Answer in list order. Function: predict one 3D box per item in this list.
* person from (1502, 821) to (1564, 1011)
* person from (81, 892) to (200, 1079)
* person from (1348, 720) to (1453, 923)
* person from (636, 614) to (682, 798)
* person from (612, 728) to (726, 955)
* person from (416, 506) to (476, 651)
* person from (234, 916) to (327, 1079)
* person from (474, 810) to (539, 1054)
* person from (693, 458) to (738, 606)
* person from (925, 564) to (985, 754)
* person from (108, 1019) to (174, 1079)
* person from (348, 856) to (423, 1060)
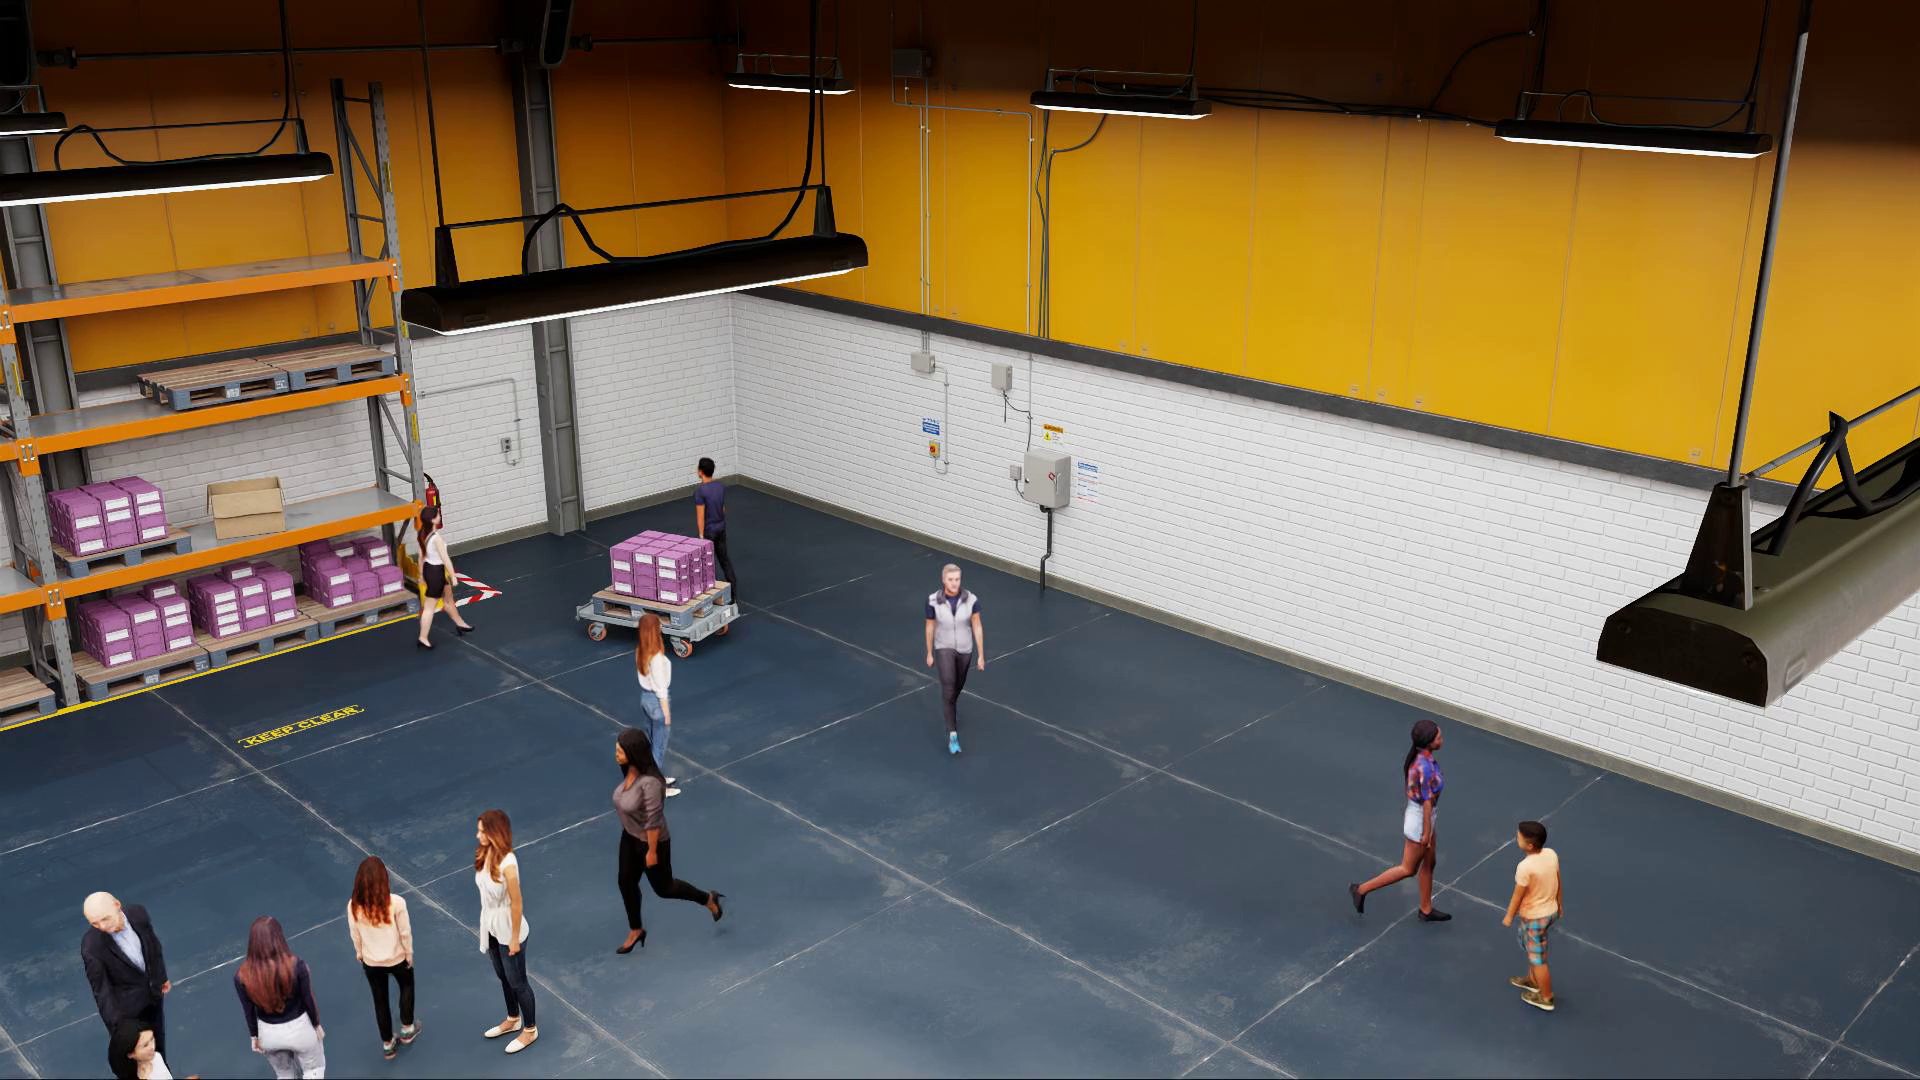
[{"bbox_3d":[4.164,2.677,11.834,0.568,1.433,0.631,-10,21,-28],"label":"person"},{"bbox_3d":[-5.243,2.914,10.615,0.977,1.762,0.756,1,19,4],"label":"person"},{"bbox_3d":[3.444,2.194,12.819,1.068,1.721,1.054,2,19,5],"label":"person"},{"bbox_3d":[-2.744,1.481,14.922,0.609,1.730,0.626,-11,21,-29],"label":"person"},{"bbox_3d":[-2.254,2.261,12.481,1.130,1.809,0.805,-14,23,-36],"label":"person"},{"bbox_3d":[-5.807,0.455,18.149,0.599,1.615,0.966,16,24,39],"label":"person"},{"bbox_3d":[-4.196,3.103,10.326,0.844,1.590,0.892,-2,19,-5],"label":"person"},{"bbox_3d":[-3.099,2.652,11.360,0.521,1.784,0.600,-17,25,-40],"label":"person"},{"bbox_3d":[-2.842,-0.055,19.473,0.796,1.736,1.088,15,24,38],"label":"person"},{"bbox_3d":[-0.080,1.070,16.070,1.292,1.776,1.193,-4,19,-13],"label":"person"},{"bbox_3d":[-4.564,3.404,9.275,0.800,1.689,0.739,0,19,0],"label":"person"},{"bbox_3d":[-3.908,2.853,11.250,0.714,1.473,0.777,-1,19,-3],"label":"person"}]
